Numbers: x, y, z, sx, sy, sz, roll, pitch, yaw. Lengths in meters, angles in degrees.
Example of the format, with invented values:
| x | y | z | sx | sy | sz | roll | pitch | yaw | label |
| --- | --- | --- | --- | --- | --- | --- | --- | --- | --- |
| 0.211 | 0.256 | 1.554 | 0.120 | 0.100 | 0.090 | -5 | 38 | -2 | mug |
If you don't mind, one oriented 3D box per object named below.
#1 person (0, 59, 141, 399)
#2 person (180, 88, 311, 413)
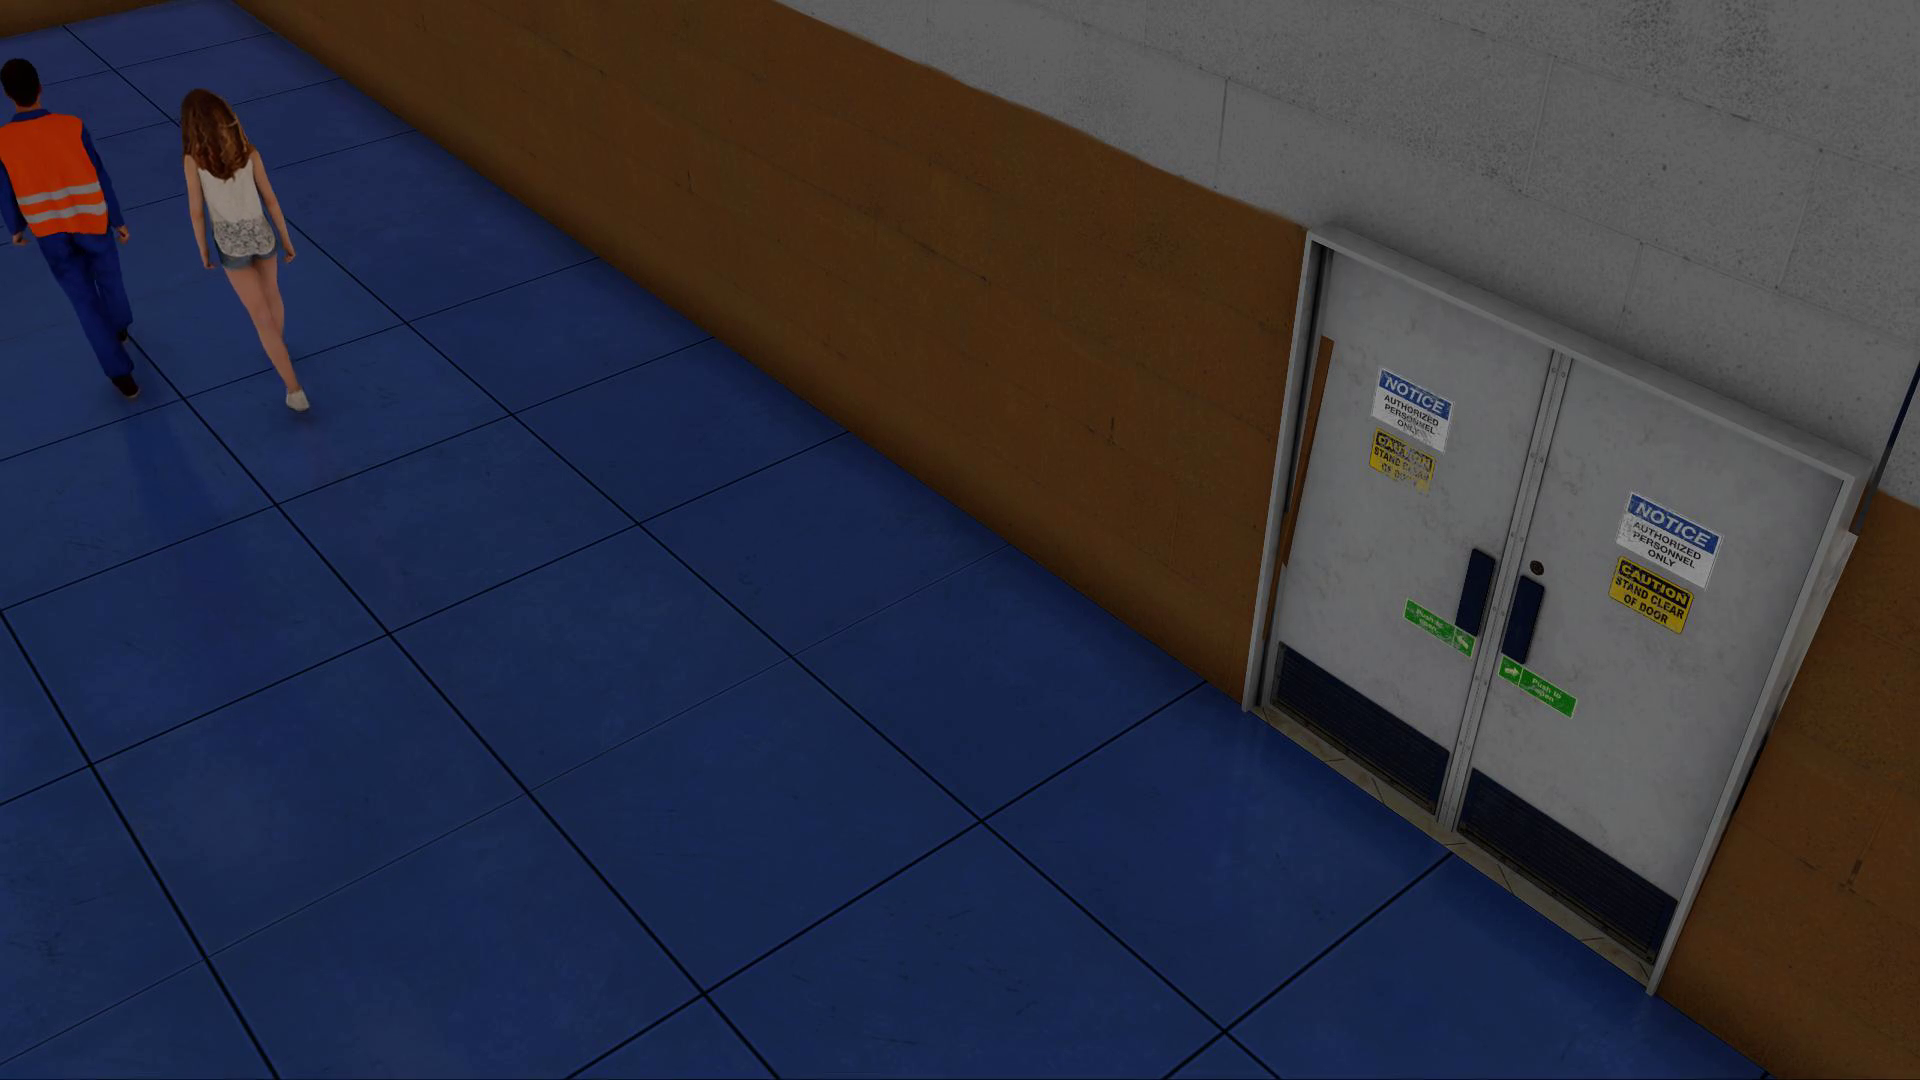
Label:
| x | y | z | sx | sy | sz | roll | pitch | yaw | label |
| --- | --- | --- | --- | --- | --- | --- | --- | --- | --- |
| -4.728 | -1.601 | 8.885 | 1.110 | 1.826 | 0.885 | -20 | 41 | -24 | person |
| -3.744 | -1.454 | 8.826 | 1.072 | 1.661 | 0.662 | -25 | 44 | -29 | person |
